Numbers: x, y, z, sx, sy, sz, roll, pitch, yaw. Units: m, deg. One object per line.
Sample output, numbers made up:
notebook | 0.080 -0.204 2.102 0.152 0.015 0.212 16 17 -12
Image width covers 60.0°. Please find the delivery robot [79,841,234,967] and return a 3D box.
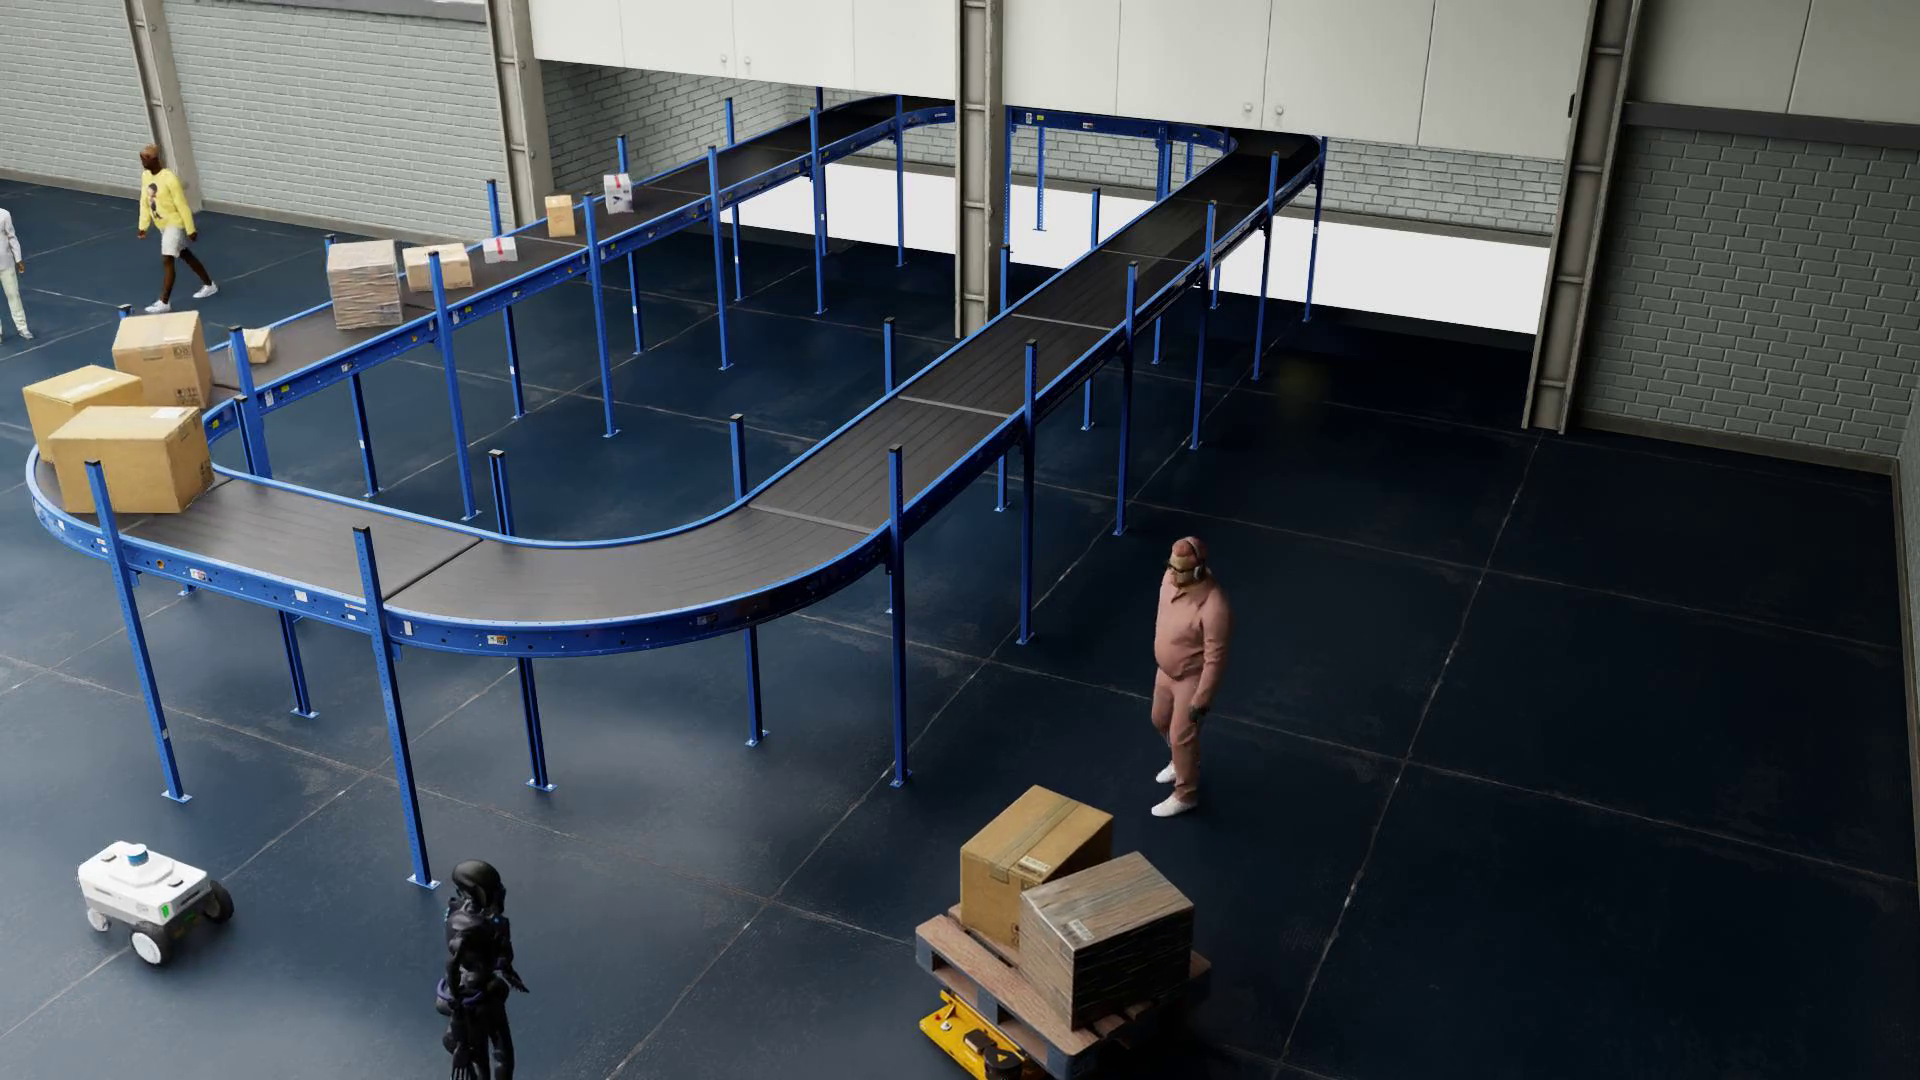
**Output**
delivery robot | -4.479 1.969 9.208 0.817 0.614 0.499 12 29 23

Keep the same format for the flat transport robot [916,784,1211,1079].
flat transport robot | 0.536 2.357 8.728 1.431 0.231 0.659 -20 33 -35

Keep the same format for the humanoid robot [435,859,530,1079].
humanoid robot | -2.190 2.123 7.628 0.368 1.639 0.608 4 27 8

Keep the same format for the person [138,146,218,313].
person | -8.983 -3.553 18.863 0.521 1.838 1.009 16 31 29

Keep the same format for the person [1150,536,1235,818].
person | 1.387 0.822 10.010 0.481 1.886 0.687 -10 28 -20

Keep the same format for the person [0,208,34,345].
person | -10.323 -2.964 17.780 0.571 1.747 0.342 -20 33 -35
